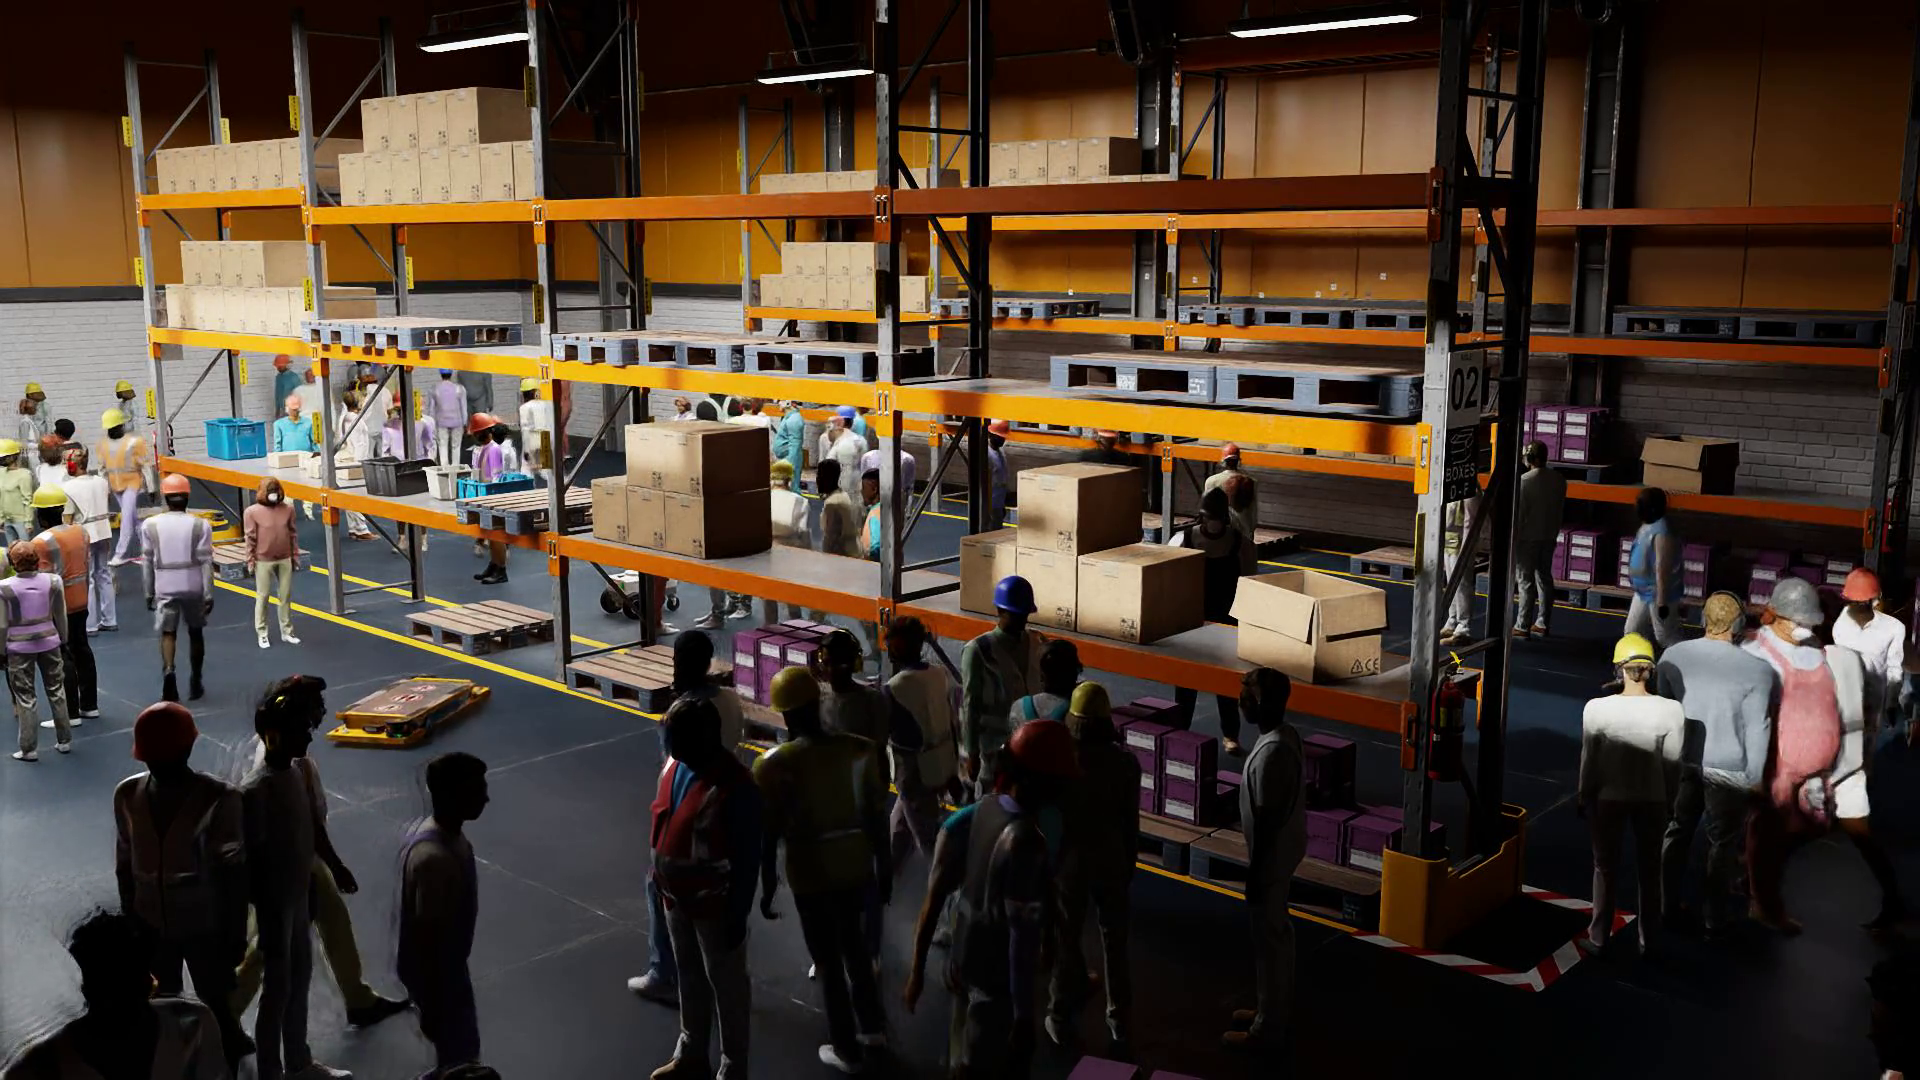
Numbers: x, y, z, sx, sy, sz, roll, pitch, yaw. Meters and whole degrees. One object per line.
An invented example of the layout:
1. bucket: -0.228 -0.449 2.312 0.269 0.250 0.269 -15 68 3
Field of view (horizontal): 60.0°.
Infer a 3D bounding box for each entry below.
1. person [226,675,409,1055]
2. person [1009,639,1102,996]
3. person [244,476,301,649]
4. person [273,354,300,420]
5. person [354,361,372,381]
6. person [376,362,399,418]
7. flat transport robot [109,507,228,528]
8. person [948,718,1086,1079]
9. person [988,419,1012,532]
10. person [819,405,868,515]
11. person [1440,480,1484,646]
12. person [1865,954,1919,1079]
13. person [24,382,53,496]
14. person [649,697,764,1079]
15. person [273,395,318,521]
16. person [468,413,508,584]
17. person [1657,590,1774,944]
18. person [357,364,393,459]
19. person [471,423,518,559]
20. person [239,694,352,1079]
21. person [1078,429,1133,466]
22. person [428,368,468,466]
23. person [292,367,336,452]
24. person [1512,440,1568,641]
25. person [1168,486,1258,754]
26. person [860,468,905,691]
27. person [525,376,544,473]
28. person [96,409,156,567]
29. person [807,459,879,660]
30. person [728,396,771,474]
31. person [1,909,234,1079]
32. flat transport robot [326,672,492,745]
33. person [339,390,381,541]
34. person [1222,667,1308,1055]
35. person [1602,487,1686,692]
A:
1. person: -3.166 1.519 7.828 0.943 1.797 0.557 -5 11 -24
2. person: 0.442 1.418 8.313 0.523 1.849 0.576 7 12 35
3. person: -6.487 0.199 15.720 0.268 1.630 0.507 9 14 43
4. person: -11.495 -2.219 28.463 0.720 1.954 0.528 8 13 39
5. person: -10.046 -2.152 28.084 0.362 1.961 0.646 -4 11 -24
6. person: -10.300 -2.349 29.811 0.344 1.741 0.561 5 11 28
7. flat transport robot: -10.642 -0.285 22.304 1.431 0.197 0.652 3 10 16
8. person: 0.052 1.669 6.448 0.941 1.996 0.656 -3 10 -16
9. person: 0.387 -0.386 18.199 0.389 1.924 0.548 4 11 24
10. person: -1.345 -0.642 19.618 0.653 1.933 0.458 4 11 20
11. person: 4.730 0.084 15.784 0.429 1.844 0.626 0 10 3
12. person: 2.544 2.035 4.432 0.381 1.956 0.603 2 10 14
13. person: -13.913 -1.517 25.132 0.490 1.735 0.333 4 11 22
14. person: -1.137 1.583 7.326 0.429 1.837 0.621 -10 14 -44
15. person: -9.084 -1.110 22.780 0.573 1.748 0.342 -6 12 -29
16. person: -5.296 -0.469 18.659 0.368 1.929 0.542 -6 11 -29
17. person: 4.087 1.229 9.077 0.368 1.932 0.622 -7 12 -36
18. person: -8.832 -1.619 24.843 0.536 2.000 0.684 7 12 35
19. person: -5.634 -0.588 20.065 0.621 1.668 0.423 -2 10 -9
20. person: -2.935 1.582 7.268 0.333 1.860 0.509 0 10 2
21. person: 1.527 -0.303 17.544 0.630 1.981 0.438 -1 10 -7
22. person: -8.199 -1.886 26.686 0.611 1.931 0.580 -3 11 -17
23. person: -10.153 -1.774 26.162 0.652 1.890 0.645 -1 10 -4
24. person: 5.510 0.001 15.975 0.631 1.939 0.372 -5 11 -26
25. person: 1.857 0.592 12.342 0.683 2.000 0.535 1 10 7
26. person: -0.657 0.339 14.165 0.391 1.911 0.584 1 10 4
27. person: -7.083 -2.084 27.809 0.372 1.932 0.623 -5 11 -27
28. person: -9.977 -0.659 19.912 0.598 1.875 0.999 2 10 10
29. person: -1.129 0.182 15.180 1.046 1.863 0.608 0 10 2
30. person: -2.781 -0.992 21.883 0.565 1.837 0.382 1 10 6
31. person: -2.437 1.978 4.921 1.055 1.903 0.626 7 12 36
32. flat transport robot: -4.349 1.324 13.204 0.652 0.197 1.431 2 10 10
33. person: -7.741 -0.952 21.364 0.372 1.940 0.632 -7 12 -35
34. person: 1.453 1.495 7.822 0.340 1.840 0.504 4 11 20
35. person: 5.933 0.436 13.952 0.853 1.798 0.660 1 10 6
